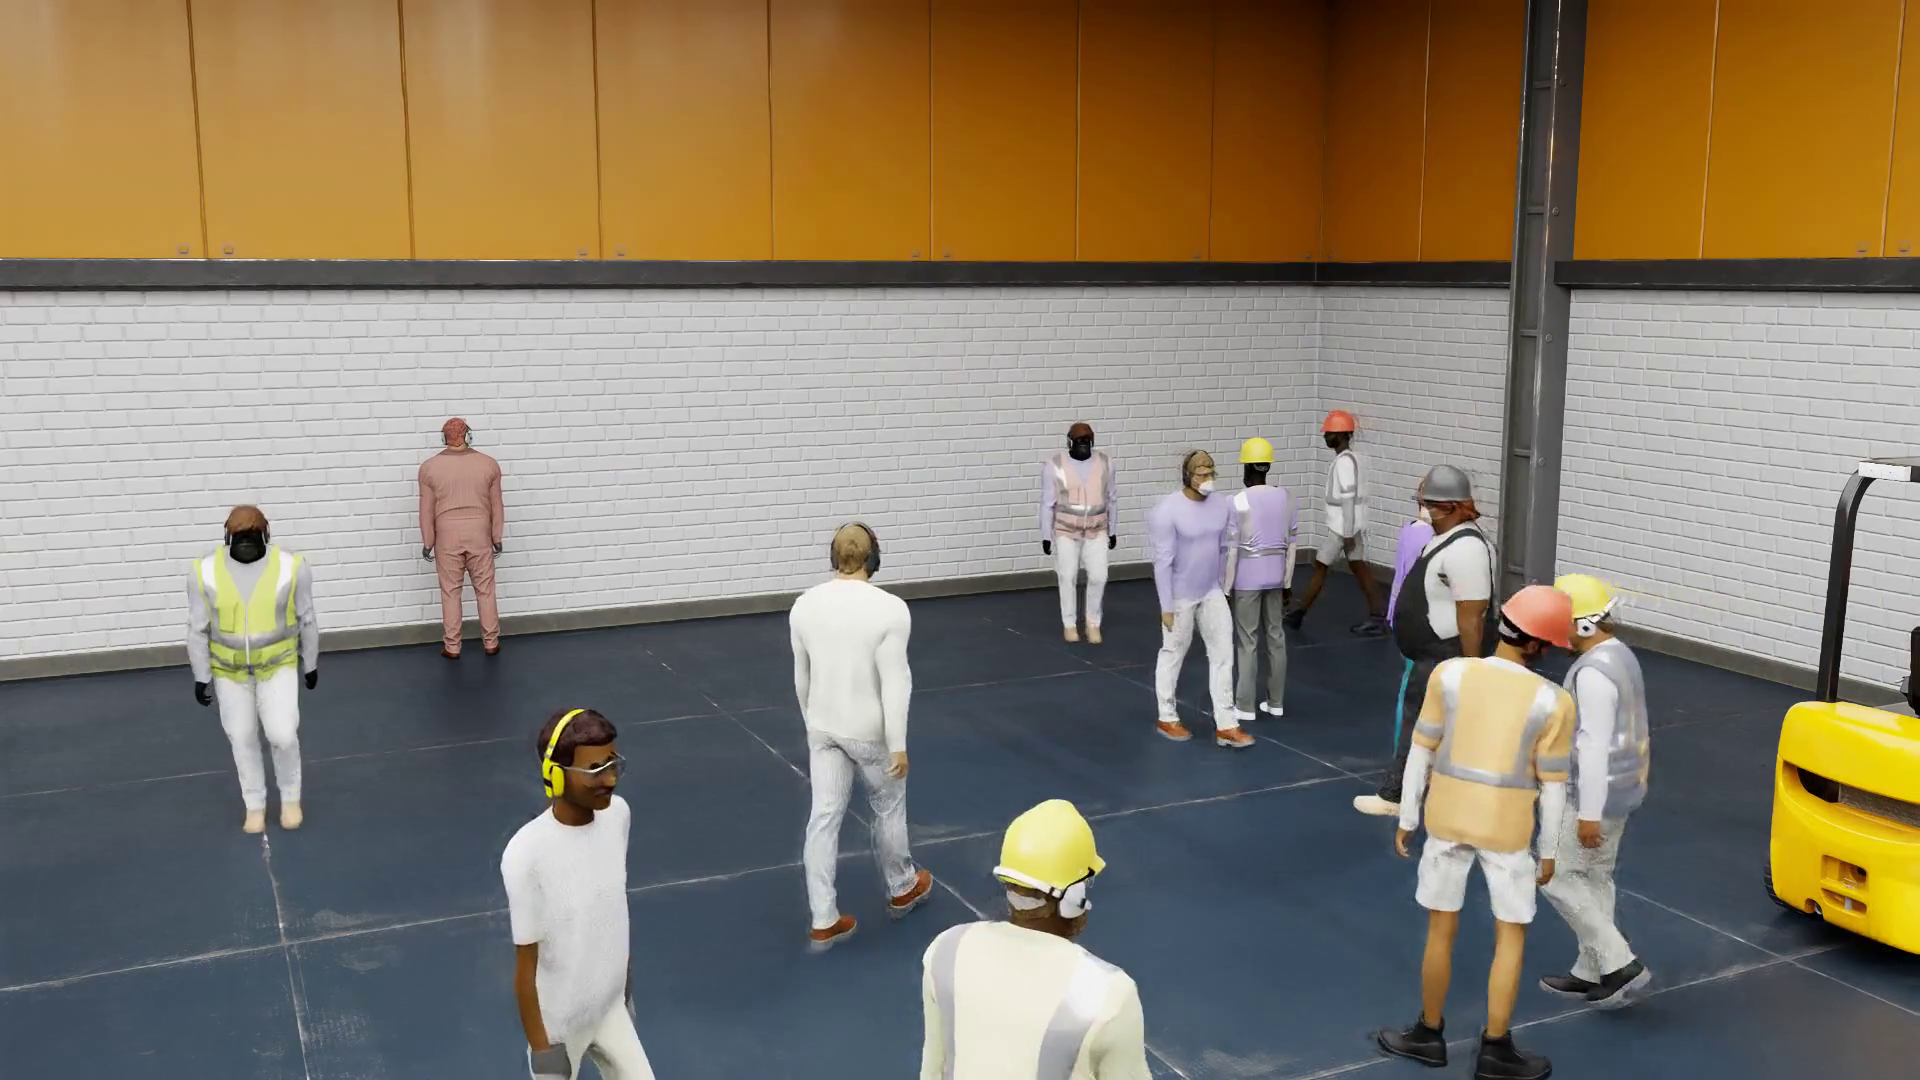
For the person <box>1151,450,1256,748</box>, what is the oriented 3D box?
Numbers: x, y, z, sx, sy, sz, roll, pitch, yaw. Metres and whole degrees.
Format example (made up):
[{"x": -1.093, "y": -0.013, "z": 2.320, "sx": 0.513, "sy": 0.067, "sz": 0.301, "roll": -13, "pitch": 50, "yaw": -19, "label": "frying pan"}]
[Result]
[{"x": 1.547, "y": 0.392, "z": 10.532, "sx": 0.665, "sy": 1.904, "sz": 0.875, "roll": -6, "pitch": 11, "yaw": -32, "label": "person"}]

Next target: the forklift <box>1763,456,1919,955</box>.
[{"x": 4.857, "y": 0.731, "z": 7.561, "sx": 2.313, "sy": 2.155, "sz": 1.214, "roll": -4, "pitch": 10, "yaw": -25, "label": "forklift"}]

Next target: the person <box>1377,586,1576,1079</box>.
[{"x": 1.938, "y": 1.092, "z": 6.306, "sx": 0.692, "sy": 1.891, "sz": 0.384, "roll": 5, "pitch": 10, "yaw": 27, "label": "person"}]

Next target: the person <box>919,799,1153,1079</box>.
[{"x": 0.214, "y": 1.505, "z": 4.043, "sx": 0.619, "sy": 1.778, "sz": 0.950, "roll": 7, "pitch": 12, "yaw": 37, "label": "person"}]

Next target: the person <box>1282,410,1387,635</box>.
[{"x": 3.133, "y": -0.142, "z": 13.915, "sx": 1.009, "sy": 1.882, "sz": 0.567, "roll": 3, "pitch": 10, "yaw": 20, "label": "person"}]

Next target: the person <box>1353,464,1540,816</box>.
[{"x": 2.768, "y": 0.543, "z": 9.201, "sx": 0.990, "sy": 2.000, "sz": 0.691, "roll": 3, "pitch": 10, "yaw": 17, "label": "person"}]

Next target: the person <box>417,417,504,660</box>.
[{"x": -3.915, "y": -0.012, "z": 13.078, "sx": 0.642, "sy": 1.902, "sz": 0.399, "roll": -4, "pitch": 10, "yaw": -23, "label": "person"}]

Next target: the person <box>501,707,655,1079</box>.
[{"x": -0.979, "y": 1.374, "z": 4.642, "sx": 0.754, "sy": 1.841, "sz": 0.569, "roll": 5, "pitch": 11, "yaw": 30, "label": "person"}]

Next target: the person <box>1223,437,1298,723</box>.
[{"x": 1.994, "y": 0.270, "z": 11.241, "sx": 0.589, "sy": 1.927, "sz": 0.387, "roll": -4, "pitch": 10, "yaw": -23, "label": "person"}]

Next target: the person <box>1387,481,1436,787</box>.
[{"x": 2.738, "y": 0.536, "z": 9.867, "sx": 0.390, "sy": 1.837, "sz": 0.574, "roll": 1, "pitch": 9, "yaw": 6, "label": "person"}]

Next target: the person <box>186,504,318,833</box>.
[{"x": -3.798, "y": 0.698, "z": 8.959, "sx": 0.632, "sy": 1.816, "sz": 0.475, "roll": -3, "pitch": 10, "yaw": -15, "label": "person"}]

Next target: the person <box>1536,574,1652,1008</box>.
[{"x": 2.592, "y": 1.041, "z": 6.871, "sx": 0.473, "sy": 1.796, "sz": 0.625, "roll": 6, "pitch": 11, "yaw": 31, "label": "person"}]

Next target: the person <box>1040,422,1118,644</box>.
[{"x": 0.983, "y": -0.047, "z": 13.524, "sx": 0.665, "sy": 1.822, "sz": 0.602, "roll": -1, "pitch": 9, "yaw": -7, "label": "person"}]

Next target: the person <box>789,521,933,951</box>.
[{"x": -0.442, "y": 0.858, "z": 7.665, "sx": 0.656, "sy": 1.899, "sz": 0.926, "roll": 4, "pitch": 10, "yaw": 26, "label": "person"}]
